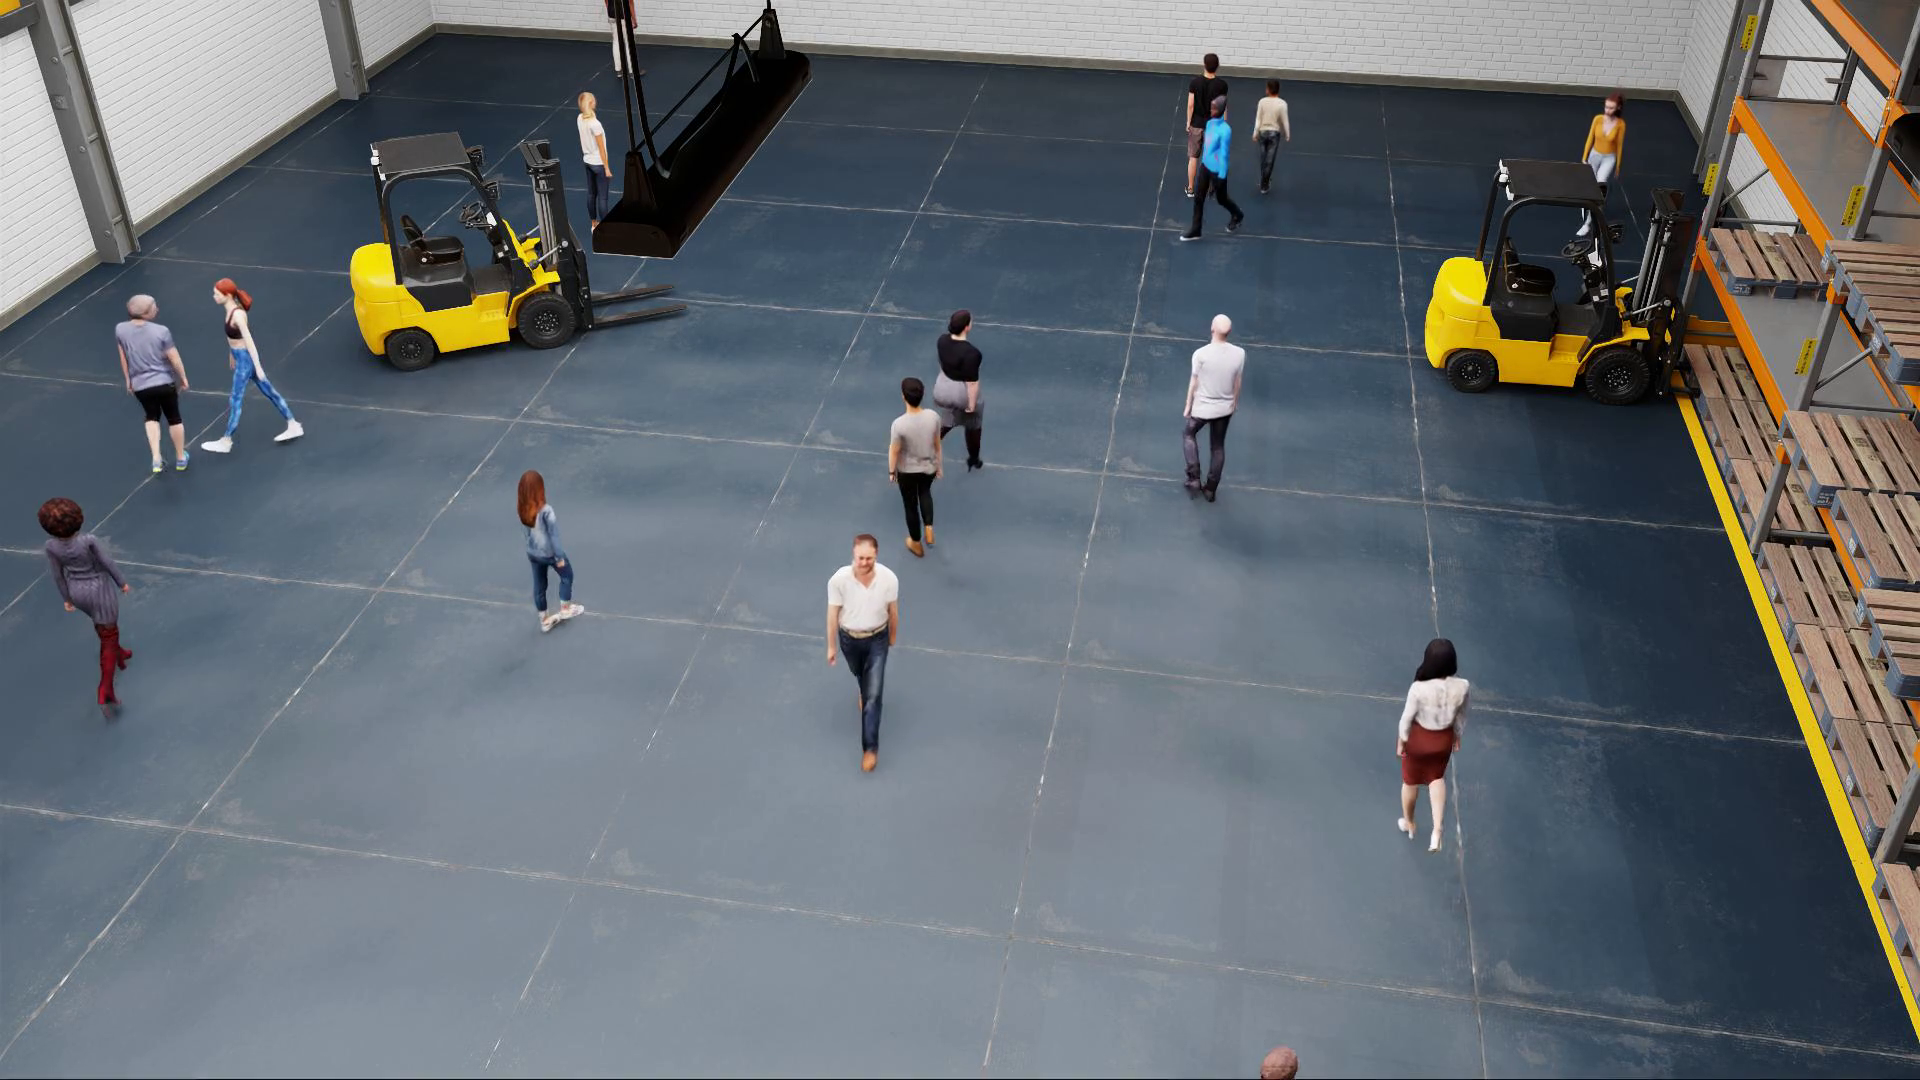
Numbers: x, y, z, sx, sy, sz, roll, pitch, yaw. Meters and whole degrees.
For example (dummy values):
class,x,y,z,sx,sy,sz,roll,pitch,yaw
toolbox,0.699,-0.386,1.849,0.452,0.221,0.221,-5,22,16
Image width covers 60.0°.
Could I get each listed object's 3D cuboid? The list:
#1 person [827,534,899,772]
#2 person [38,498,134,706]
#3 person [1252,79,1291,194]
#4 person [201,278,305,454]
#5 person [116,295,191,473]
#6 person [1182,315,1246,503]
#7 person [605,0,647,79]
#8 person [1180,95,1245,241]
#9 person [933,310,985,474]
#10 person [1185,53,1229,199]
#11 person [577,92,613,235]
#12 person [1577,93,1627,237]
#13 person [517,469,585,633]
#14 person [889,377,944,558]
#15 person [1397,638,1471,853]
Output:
class,x,y,z,sx,sy,sz,roll,pitch,yaw
person,-0.711,0.676,12.329,0.715,1.808,1.261,3,34,5
person,-6.648,0.490,12.728,0.768,1.675,1.154,-2,34,-2
person,3.968,-5.195,21.488,0.724,1.446,0.845,15,37,22
person,-6.731,-1.680,15.933,1.137,1.742,1.142,-18,38,-25
person,-7.439,-1.389,15.401,0.783,1.846,0.794,-9,35,-13
person,2.302,-1.143,15.058,0.793,1.816,0.786,-6,34,-9
person,-5.172,-7.966,25.333,0.703,1.804,0.672,13,36,19
person,3.161,-4.492,20.142,1.139,1.766,1.123,-19,38,-26
person,-0.085,-1.293,15.357,0.988,1.735,1.169,25,41,33
person,3.133,-5.306,21.279,0.685,1.862,0.576,7,34,11
person,-4.429,-4.550,20.190,0.689,1.809,0.673,-29,43,-36
person,7.898,-4.644,20.415,0.983,1.717,1.249,20,39,28
person,-3.418,0.124,13.467,0.690,1.467,0.729,18,37,24
person,-0.347,-0.585,14.311,0.741,1.713,0.773,-13,36,-19
person,3.192,1.444,11.236,0.746,1.737,0.879,-3,34,-5
